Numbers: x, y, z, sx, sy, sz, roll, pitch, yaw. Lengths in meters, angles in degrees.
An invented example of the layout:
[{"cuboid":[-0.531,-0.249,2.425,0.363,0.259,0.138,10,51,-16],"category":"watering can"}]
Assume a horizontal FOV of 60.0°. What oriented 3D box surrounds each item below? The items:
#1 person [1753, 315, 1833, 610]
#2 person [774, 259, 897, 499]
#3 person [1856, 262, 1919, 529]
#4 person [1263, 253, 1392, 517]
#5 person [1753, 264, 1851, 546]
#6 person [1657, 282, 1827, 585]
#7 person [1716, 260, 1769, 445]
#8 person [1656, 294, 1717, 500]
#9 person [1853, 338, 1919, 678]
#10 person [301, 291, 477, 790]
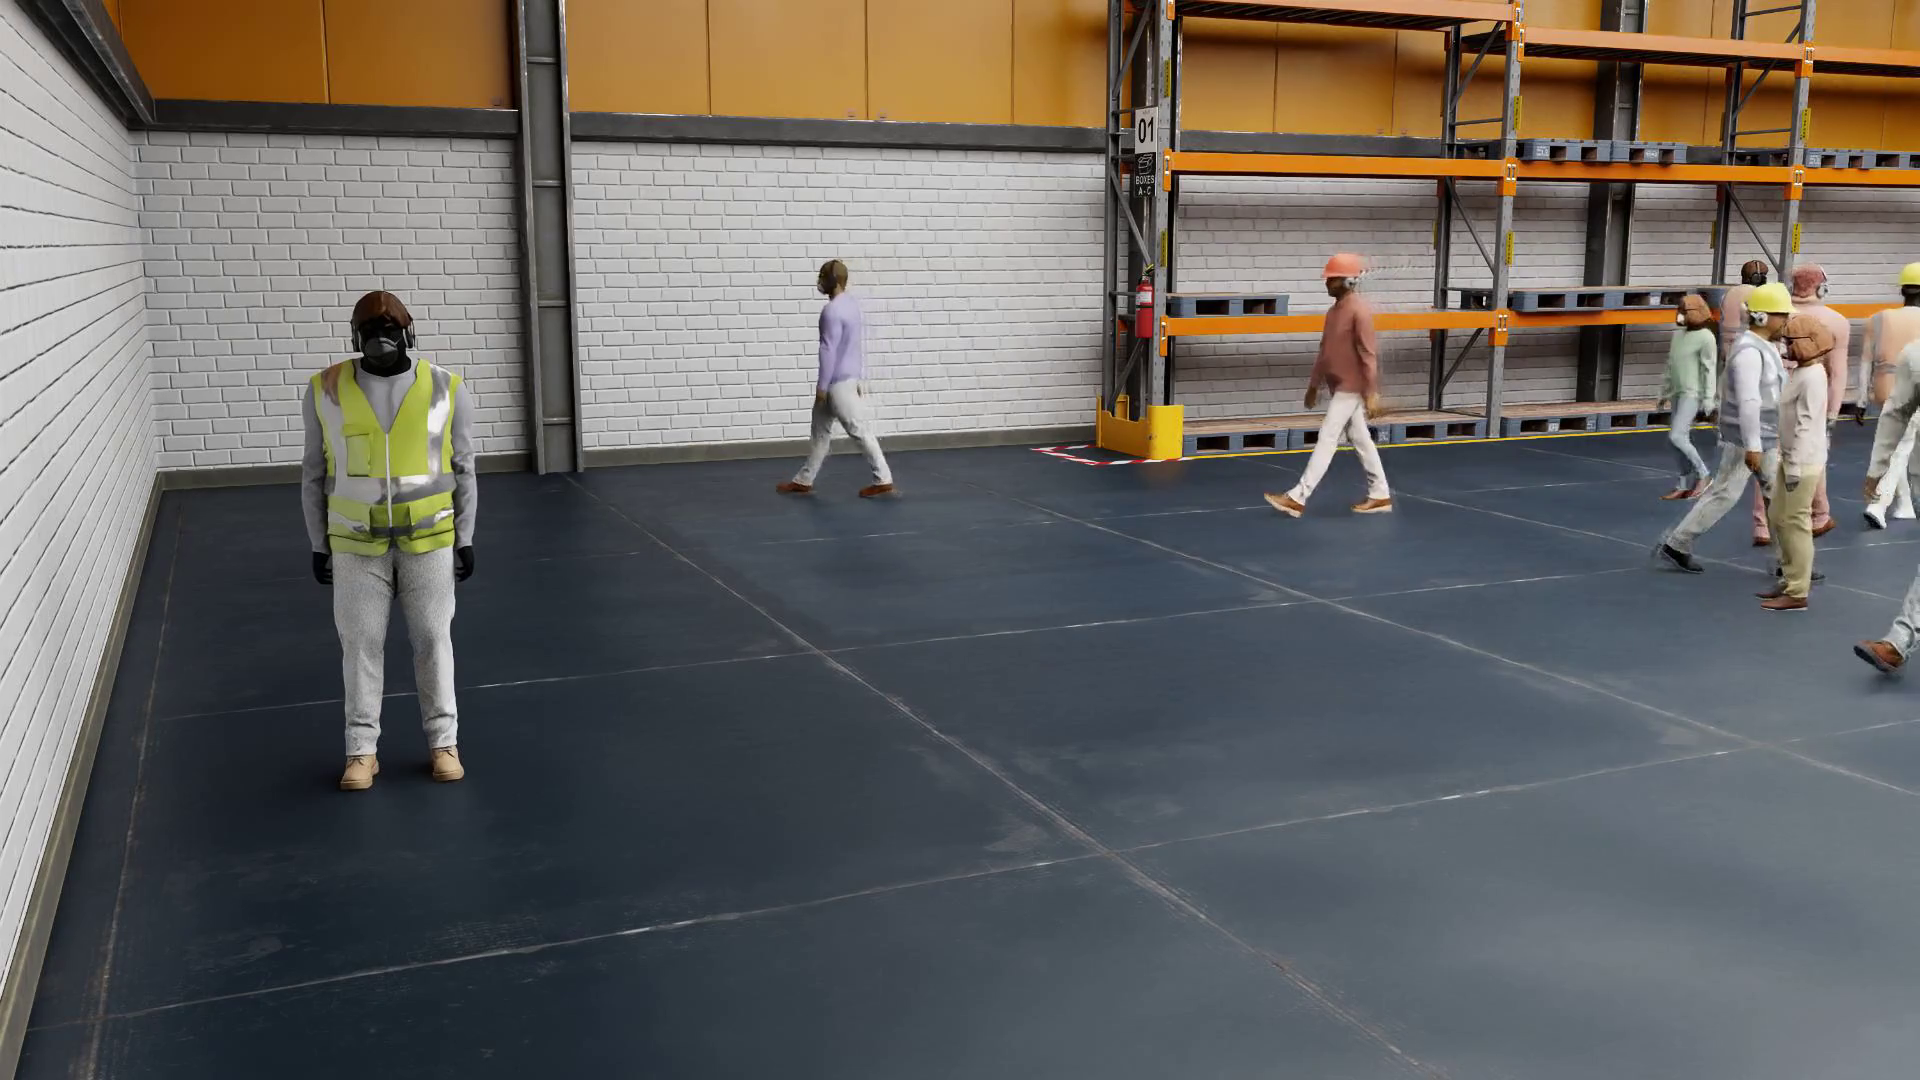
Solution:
[{"cuboid":[4.585,-0.417,9.126,0.299,1.625,0.522,3,11,18],"category":"person"},{"cuboid":[-0.957,-1.256,13.105,1.005,1.891,0.644,1,10,7],"category":"person"},{"cuboid":[6.695,-1.024,11.823,0.994,1.889,0.588,-8,13,-37],"category":"person"},{"cuboid":[2.775,-1.129,12.241,1.064,1.932,0.648,-1,10,-8],"category":"person"},{"cuboid":[5.644,-0.910,11.207,0.662,1.863,0.943,9,13,41],"category":"person"},{"cuboid":[4.695,-0.640,9.931,0.921,1.792,0.606,8,13,37],"category":"person"},{"cuboid":[7.734,-1.821,16.358,0.429,1.841,0.634,-2,10,-11],"category":"person"},{"cuboid":[5.636,-1.102,12.967,0.348,1.620,0.508,-1,10,-4],"category":"person"},{"cuboid":[4.564,-0.304,7.776,1.019,1.882,0.658,-4,11,-22],"category":"person"},{"cuboid":[-2.108,0.004,6.196,0.626,1.844,0.429,-3,11,-18],"category":"person"}]
